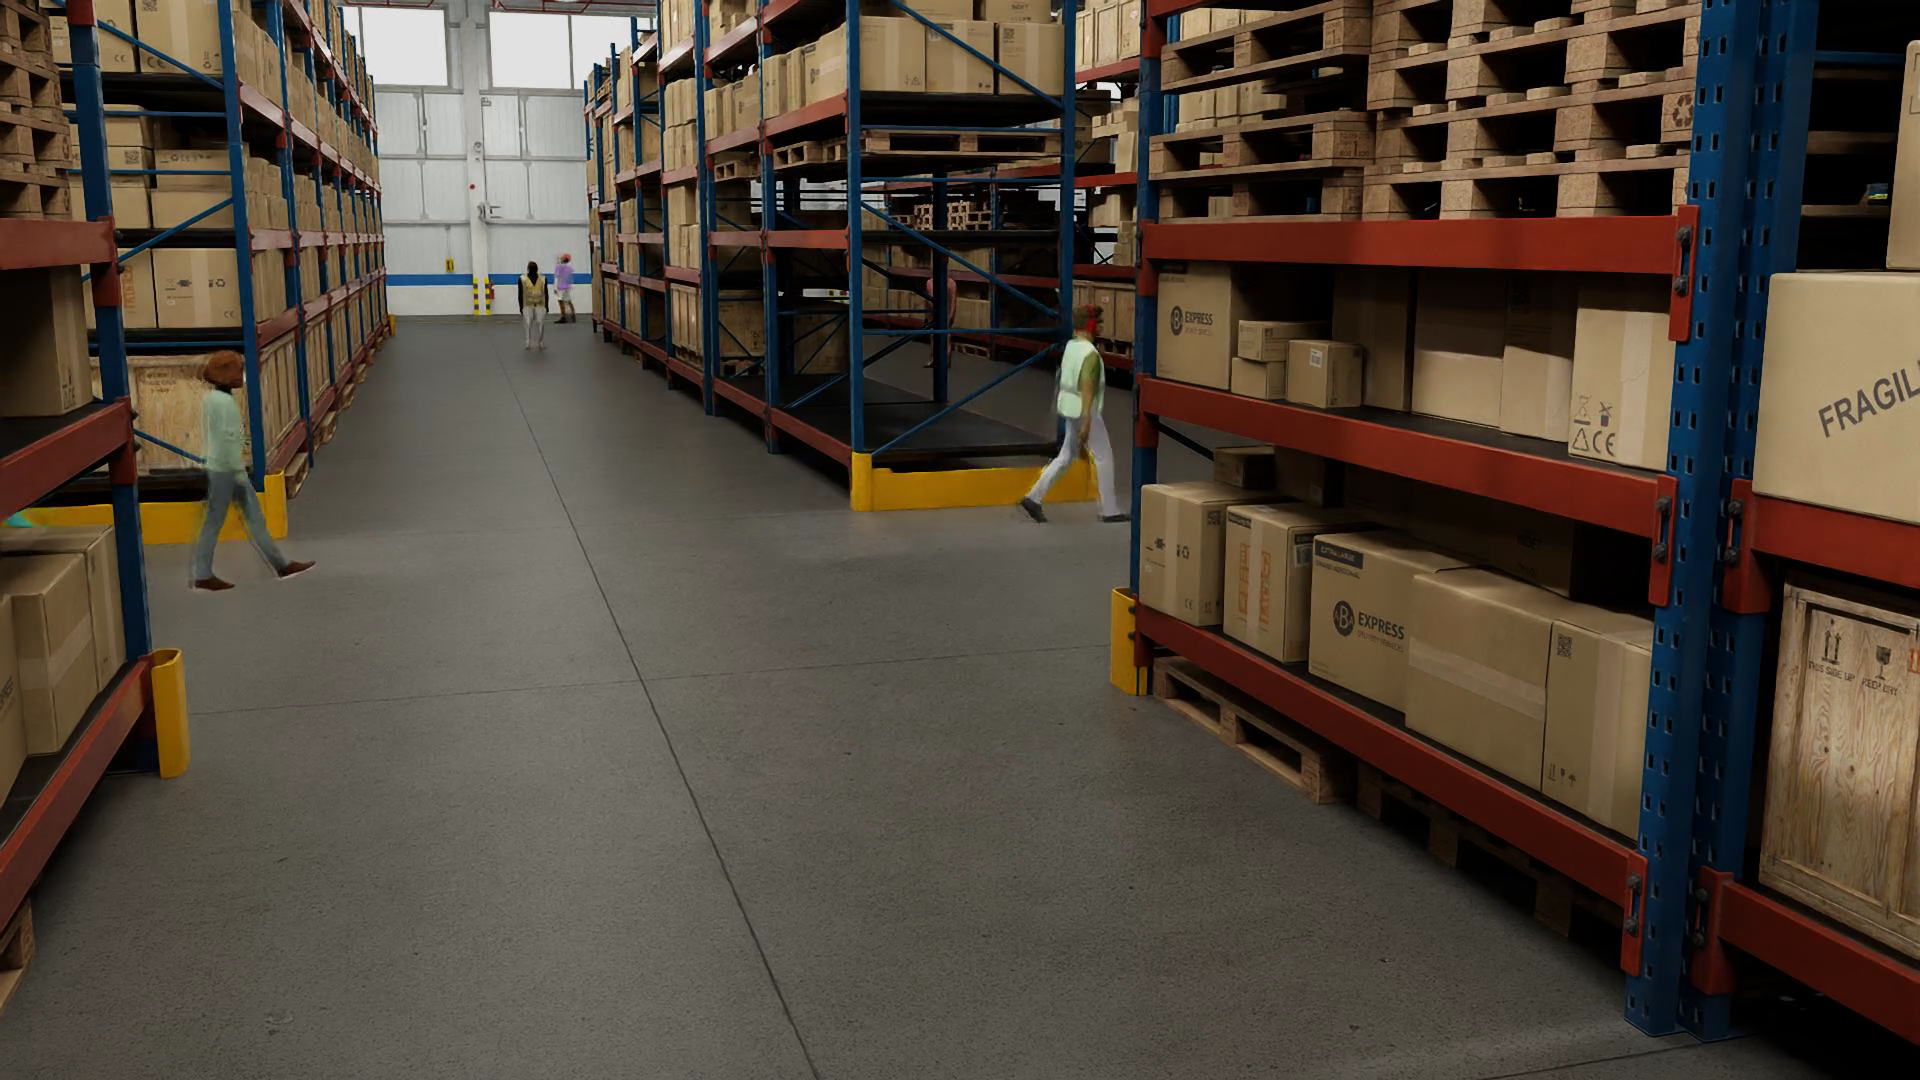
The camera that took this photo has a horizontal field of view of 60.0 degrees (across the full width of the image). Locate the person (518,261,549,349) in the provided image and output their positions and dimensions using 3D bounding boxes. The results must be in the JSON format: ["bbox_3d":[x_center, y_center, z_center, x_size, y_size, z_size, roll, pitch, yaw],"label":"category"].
[{"bbox_3d":[-8.930,-4.913,34.858,0.633,1.839,0.429,-4,11,-22],"label":"person"}]

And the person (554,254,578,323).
[{"bbox_3d":[-10.708,-6.824,45.212,0.511,1.893,0.648,9,14,40],"label":"person"}]

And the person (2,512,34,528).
[{"bbox_3d":[-6.819,-0.629,11.670,0.835,1.737,0.529,0,10,0],"label":"person"}]

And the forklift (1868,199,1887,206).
[{"bbox_3d":[11.338,-2.915,21.052,1.129,2.768,1.873,-3,11,-17],"label":"forklift"}]

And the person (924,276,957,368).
[{"bbox_3d":[-0.379,-4.026,29.810,0.651,1.907,0.409,6,12,29],"label":"person"}]

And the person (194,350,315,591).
[{"bbox_3d":[-4.756,-0.461,11.083,0.815,1.595,0.529,-4,11,-19],"label":"person"}]

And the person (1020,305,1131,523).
[{"bbox_3d":[0.964,-1.021,13.626,0.919,1.814,0.568,-3,11,-18],"label":"person"}]
